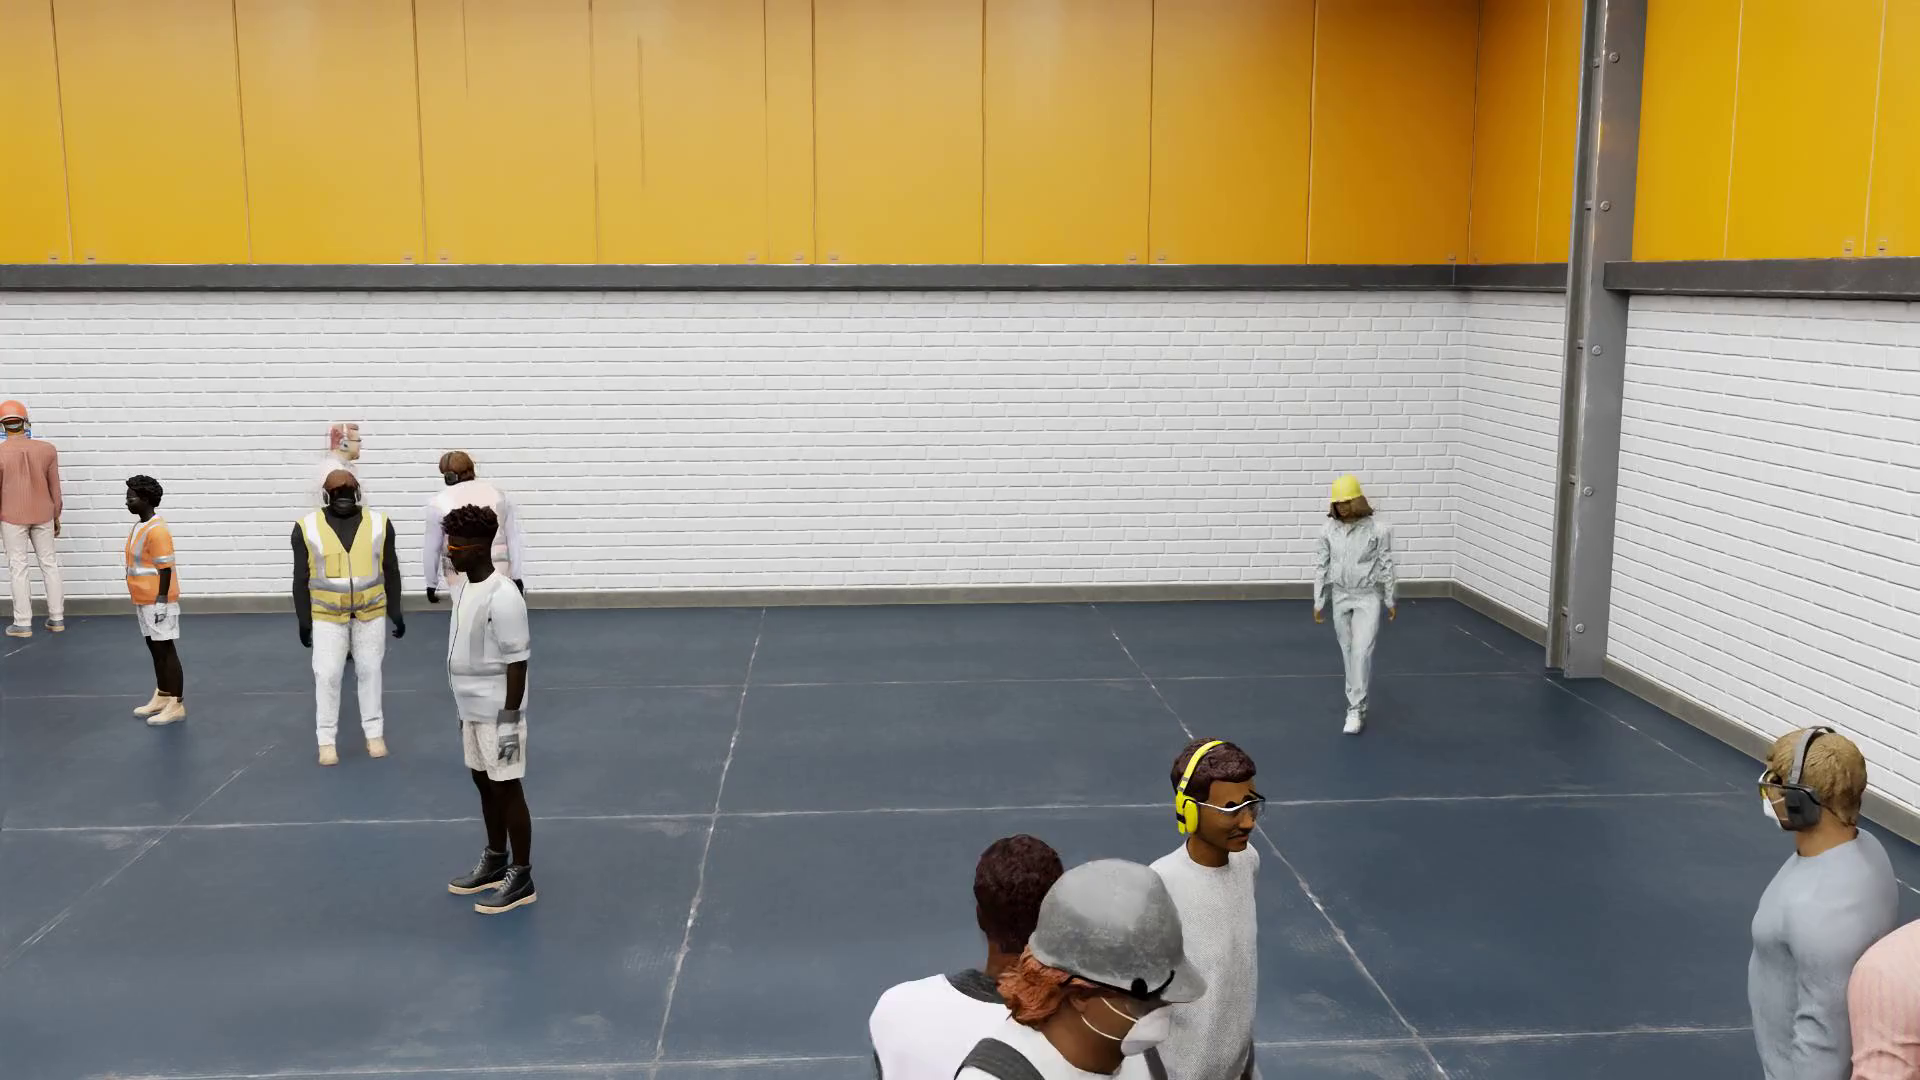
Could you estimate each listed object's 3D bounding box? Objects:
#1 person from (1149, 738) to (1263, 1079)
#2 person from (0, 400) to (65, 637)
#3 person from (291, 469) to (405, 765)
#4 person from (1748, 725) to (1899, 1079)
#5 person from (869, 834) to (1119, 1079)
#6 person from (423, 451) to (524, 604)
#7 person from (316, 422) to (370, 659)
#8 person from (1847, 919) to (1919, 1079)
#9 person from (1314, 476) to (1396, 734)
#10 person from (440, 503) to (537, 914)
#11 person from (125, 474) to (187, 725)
[{"bbox_3d":[0.629,1.419,4.349,0.309,1.868,0.534,8,12,42],"label":"person"},{"bbox_3d":[-7.884,-0.181,14.008,0.391,1.991,0.613,7,12,38],"label":"person"},{"bbox_3d":[-3.831,0.465,10.428,0.636,1.842,0.429,-5,10,-27],"label":"person"},{"bbox_3d":[2.126,1.413,4.179,0.377,1.936,0.628,5,11,31],"label":"person"},{"bbox_3d":[0.079,1.569,3.436,0.589,1.875,0.944,2,9,10],"label":"person"},{"bbox_3d":[-3.464,0.268,11.803,0.651,1.788,0.939,-8,12,-42],"label":"person"},{"bbox_3d":[-4.766,0.027,13.024,0.544,1.888,0.674,-4,10,-22],"label":"person"},{"bbox_3d":[2.272,1.511,3.664,0.640,1.904,0.409,-1,9,-7],"label":"person"},{"bbox_3d":[2.601,0.423,11.078,0.514,1.702,0.723,6,11,33],"label":"person"},{"bbox_3d":[-2.265,0.794,7.967,0.366,1.962,0.612,-7,11,-36],"label":"person"},{"bbox_3d":[-5.475,0.400,11.280,0.315,1.696,0.541,-8,12,-40],"label":"person"}]
